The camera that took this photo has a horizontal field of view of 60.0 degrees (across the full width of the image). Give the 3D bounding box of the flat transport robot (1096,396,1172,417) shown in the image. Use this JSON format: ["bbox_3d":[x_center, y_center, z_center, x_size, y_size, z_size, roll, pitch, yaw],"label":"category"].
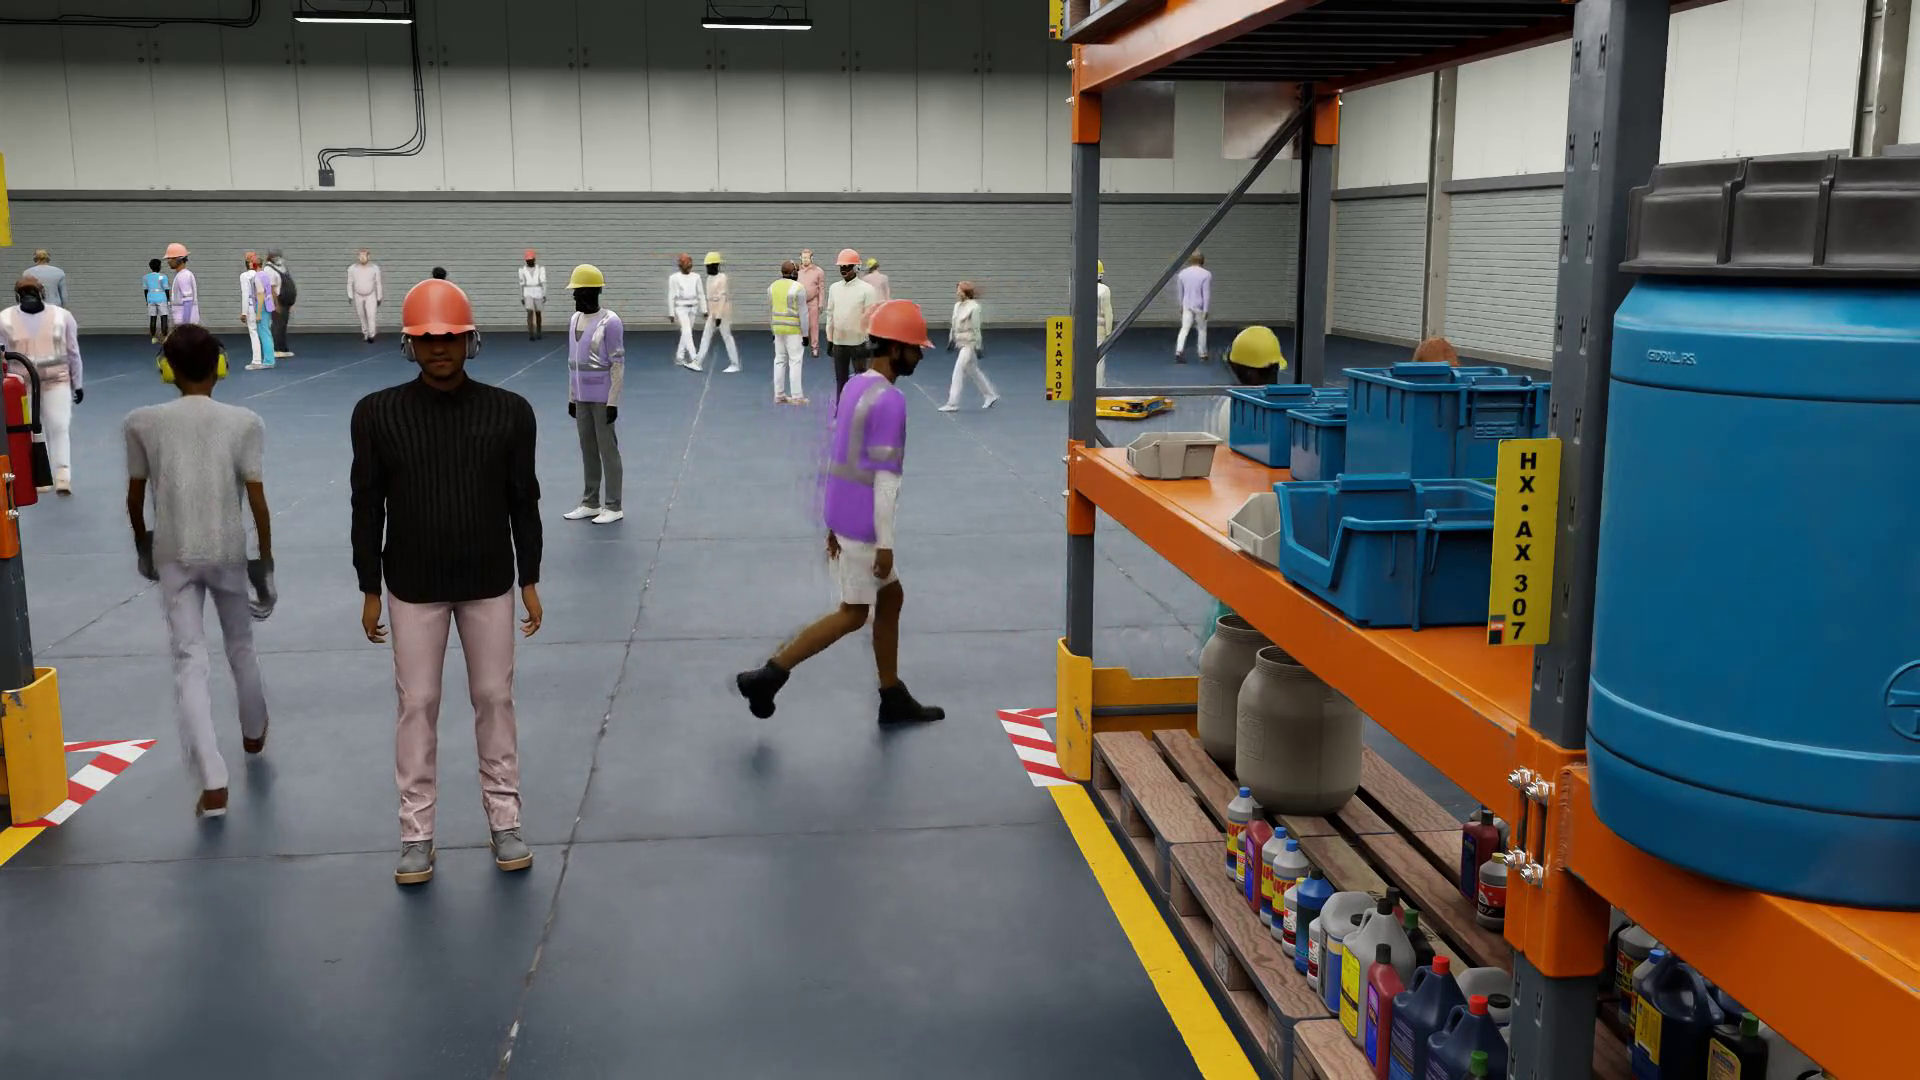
[{"bbox_3d":[2.056,-1.643,20.033,0.652,0.197,1.431,4,11,22],"label":"flat transport robot"}]

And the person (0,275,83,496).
[{"bbox_3d":[-7.586,-1.252,13.672,0.645,1.807,0.848,-4,11,-22],"label":"person"}]

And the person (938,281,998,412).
[{"bbox_3d":[0.122,-2.391,20.485,0.841,1.603,0.506,-5,11,-24],"label":"person"}]

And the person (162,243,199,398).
[{"bbox_3d":[-10.355,-2.918,22.168,0.389,2.039,0.616,-4,11,-22],"label":"person"}]

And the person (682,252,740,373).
[{"bbox_3d":[-3.879,-3.543,26.046,0.957,1.880,0.607,-7,12,-33],"label":"person"}]

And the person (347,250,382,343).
[{"bbox_3d":[-12.011,-4.902,33.548,0.636,1.859,1.011,-1,10,-8],"label":"person"}]

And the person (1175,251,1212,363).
[{"bbox_3d":[3.949,-3.951,28.233,0.645,1.903,0.975,7,13,34],"label":"person"}]

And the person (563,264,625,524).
[{"bbox_3d":[-2.741,-1.086,12.436,0.585,1.927,0.366,9,14,40],"label":"person"}]

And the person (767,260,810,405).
[{"bbox_3d":[-2.164,-2.642,21.233,0.628,1.836,0.429,8,13,38],"label":"person"}]

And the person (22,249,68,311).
[{"bbox_3d":[-14.700,-3.708,26.779,0.627,1.941,0.370,-8,13,-37],"label":"person"}]

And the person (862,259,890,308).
[{"bbox_3d":[-1.618,-4.563,32.091,0.567,1.720,0.549,0,10,0],"label":"person"}]

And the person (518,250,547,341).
[{"bbox_3d":[-8.826,-5.056,34.378,0.549,1.882,1.046,-3,11,-16],"label":"person"}]

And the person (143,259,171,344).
[{"bbox_3d":[-15.963,-4.741,33.105,0.540,1.695,0.317,1,10,7],"label":"person"}]

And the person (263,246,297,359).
[{"bbox_3d":[-12.000,-4.239,29.414,0.534,2.000,0.793,-1,10,-4],"label":"person"}]

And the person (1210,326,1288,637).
[{"bbox_3d":[1.314,-0.092,7.491,0.468,1.734,0.551,4,11,22],"label":"person"}]

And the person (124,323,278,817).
[{"bbox_3d":[-2.901,0.081,6.390,0.494,1.807,1.008,-5,11,-25],"label":"person"}]

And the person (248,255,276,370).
[{"bbox_3d":[-11.242,-3.669,26.821,0.373,1.843,0.571,-3,11,-14],"label":"person"}]

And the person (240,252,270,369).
[{"bbox_3d":[-11.364,-3.690,26.835,0.355,1.883,0.575,4,11,19],"label":"person"}]

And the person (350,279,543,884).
[{"bbox_3d":[-1.693,0.139,5.539,0.612,1.995,0.378,-4,11,-21],"label":"person"}]

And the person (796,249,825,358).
[{"bbox_3d":[-2.722,-4.180,29.449,0.643,1.911,0.411,0,10,2],"label":"person"}]

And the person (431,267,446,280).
[{"bbox_3d":[-7.929,-3.316,25.360,0.553,1.659,0.833,-5,12,-26],"label":"person"}]

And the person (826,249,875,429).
[{"bbox_3d":[-1.220,-2.214,18.435,0.612,1.995,0.377,5,12,27],"label":"person"}]

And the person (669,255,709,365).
[{"bbox_3d":[-4.471,-3.765,27.380,0.595,1.831,0.989,-9,14,-40],"label":"person"}]

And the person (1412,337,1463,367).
[{"bbox_3d":[2.390,-0.202,8.397,0.501,1.633,0.289,-9,14,-40],"label":"person"}]

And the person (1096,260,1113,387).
[{"bbox_3d":[1.757,-2.747,21.800,0.586,1.833,0.403,7,13,36],"label":"person"}]

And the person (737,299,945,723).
[{"bbox_3d":[-0.513,-0.080,7.092,0.866,1.886,0.556,-3,11,-17],"label":"person"}]
